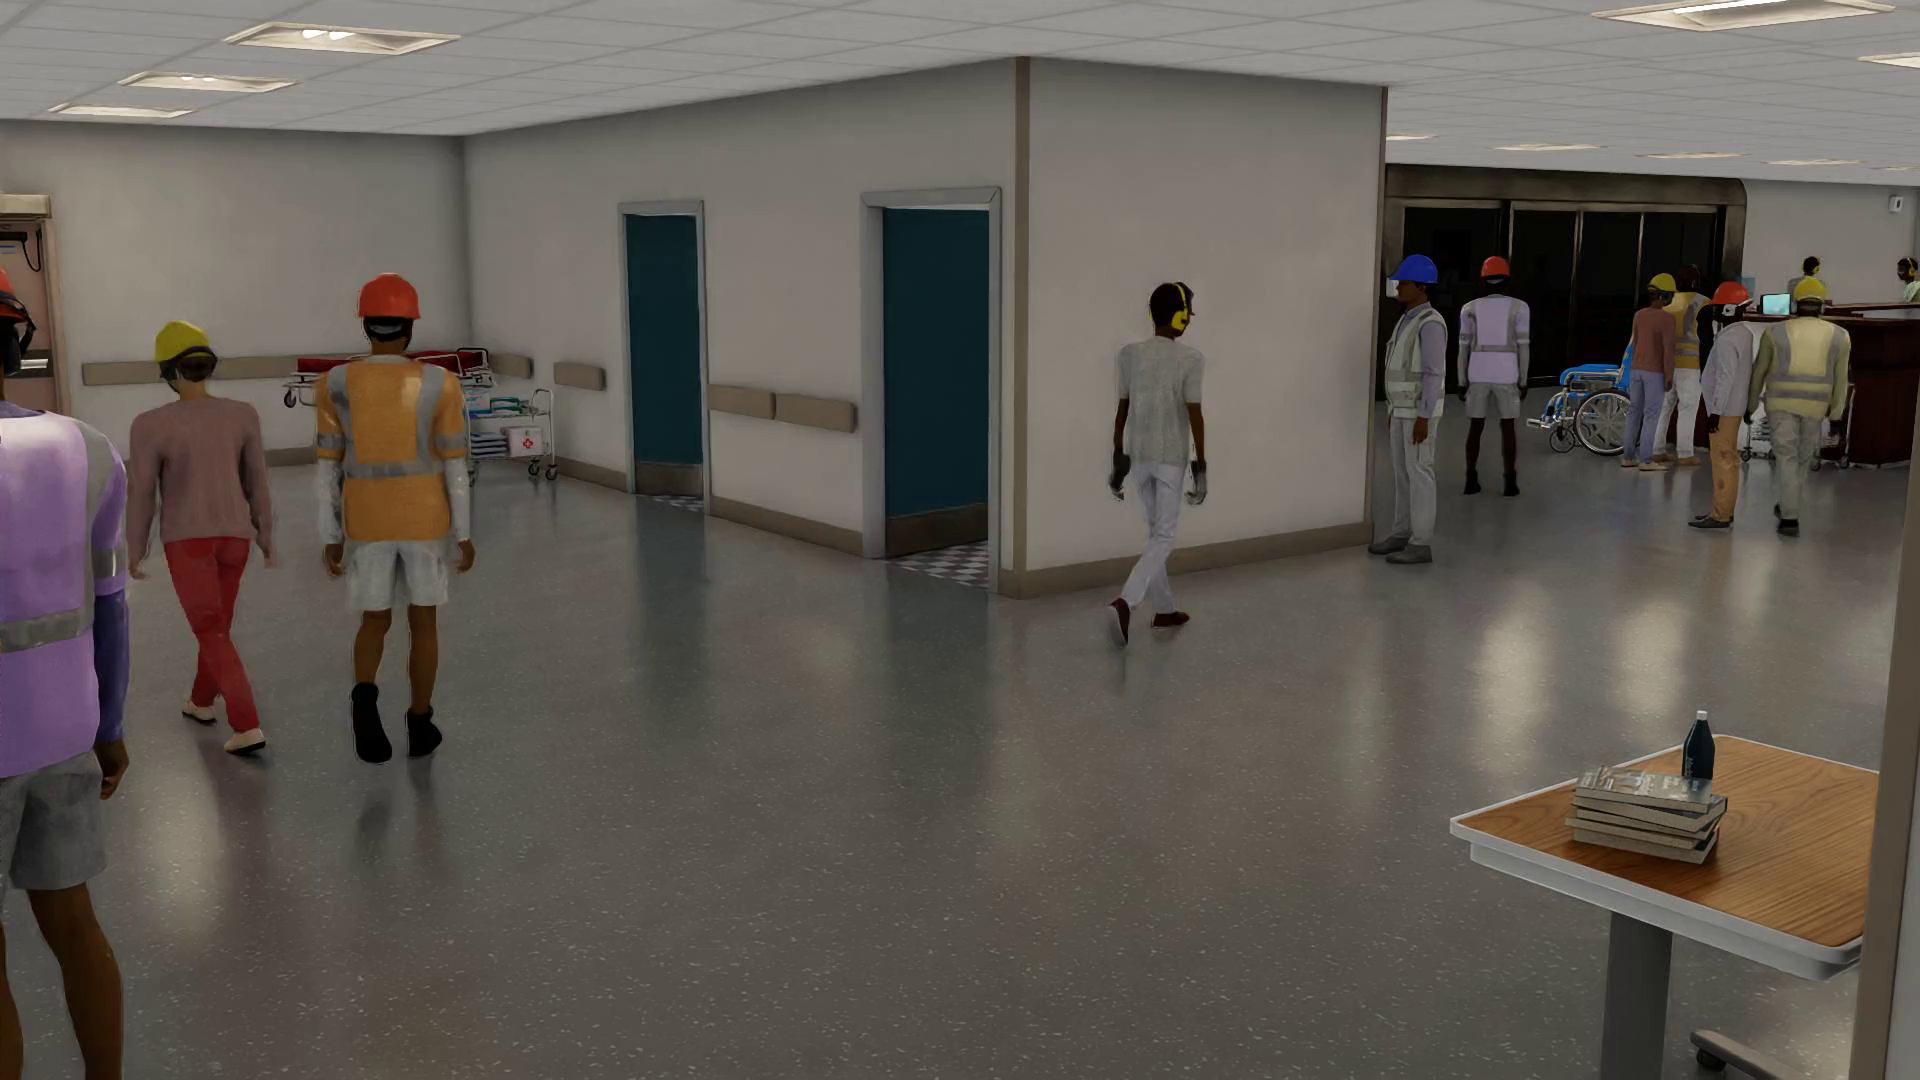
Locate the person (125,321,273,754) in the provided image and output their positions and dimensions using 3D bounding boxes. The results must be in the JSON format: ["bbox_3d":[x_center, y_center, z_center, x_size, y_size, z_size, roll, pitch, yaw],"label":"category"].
[{"bbox_3d":[-3.050,-0.017,6.695,0.898,1.717,0.535,8,13,37],"label":"person"}]

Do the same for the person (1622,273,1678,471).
[{"bbox_3d":[6.195,-1.495,14.863,0.342,1.756,0.518,-3,11,-18],"label":"person"}]

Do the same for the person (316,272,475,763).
[{"bbox_3d":[-2.173,-0.057,6.378,0.562,1.916,0.648,-1,10,-7],"label":"person"}]

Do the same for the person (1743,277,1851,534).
[{"bbox_3d":[5.897,-0.949,11.741,0.599,1.789,0.924,2,10,11],"label":"person"}]

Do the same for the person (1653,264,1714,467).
[{"bbox_3d":[6.593,-1.587,15.175,0.430,1.835,0.619,-5,11,-25],"label":"person"}]

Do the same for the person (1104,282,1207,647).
[{"bbox_3d":[0.986,-0.386,8.435,0.547,1.835,0.869,8,13,36],"label":"person"}]

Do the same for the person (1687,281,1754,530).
[{"bbox_3d":[5.416,-0.951,11.810,0.324,1.752,0.562,7,12,33],"label":"person"}]

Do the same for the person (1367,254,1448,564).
[{"bbox_3d":[2.872,-0.825,10.558,0.384,1.951,0.605,-1,10,-5],"label":"person"}]

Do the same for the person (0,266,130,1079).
[{"bbox_3d":[-1.999,0.407,3.444,0.404,2.030,0.617,4,11,19],"label":"person"}]

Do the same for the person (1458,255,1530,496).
[{"bbox_3d":[4.296,-1.321,13.400,0.550,1.926,0.399,5,11,28],"label":"person"}]

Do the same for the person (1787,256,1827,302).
[{"bbox_3d":[11.861,-3.055,23.395,0.529,1.832,0.746,6,12,32],"label":"person"}]
